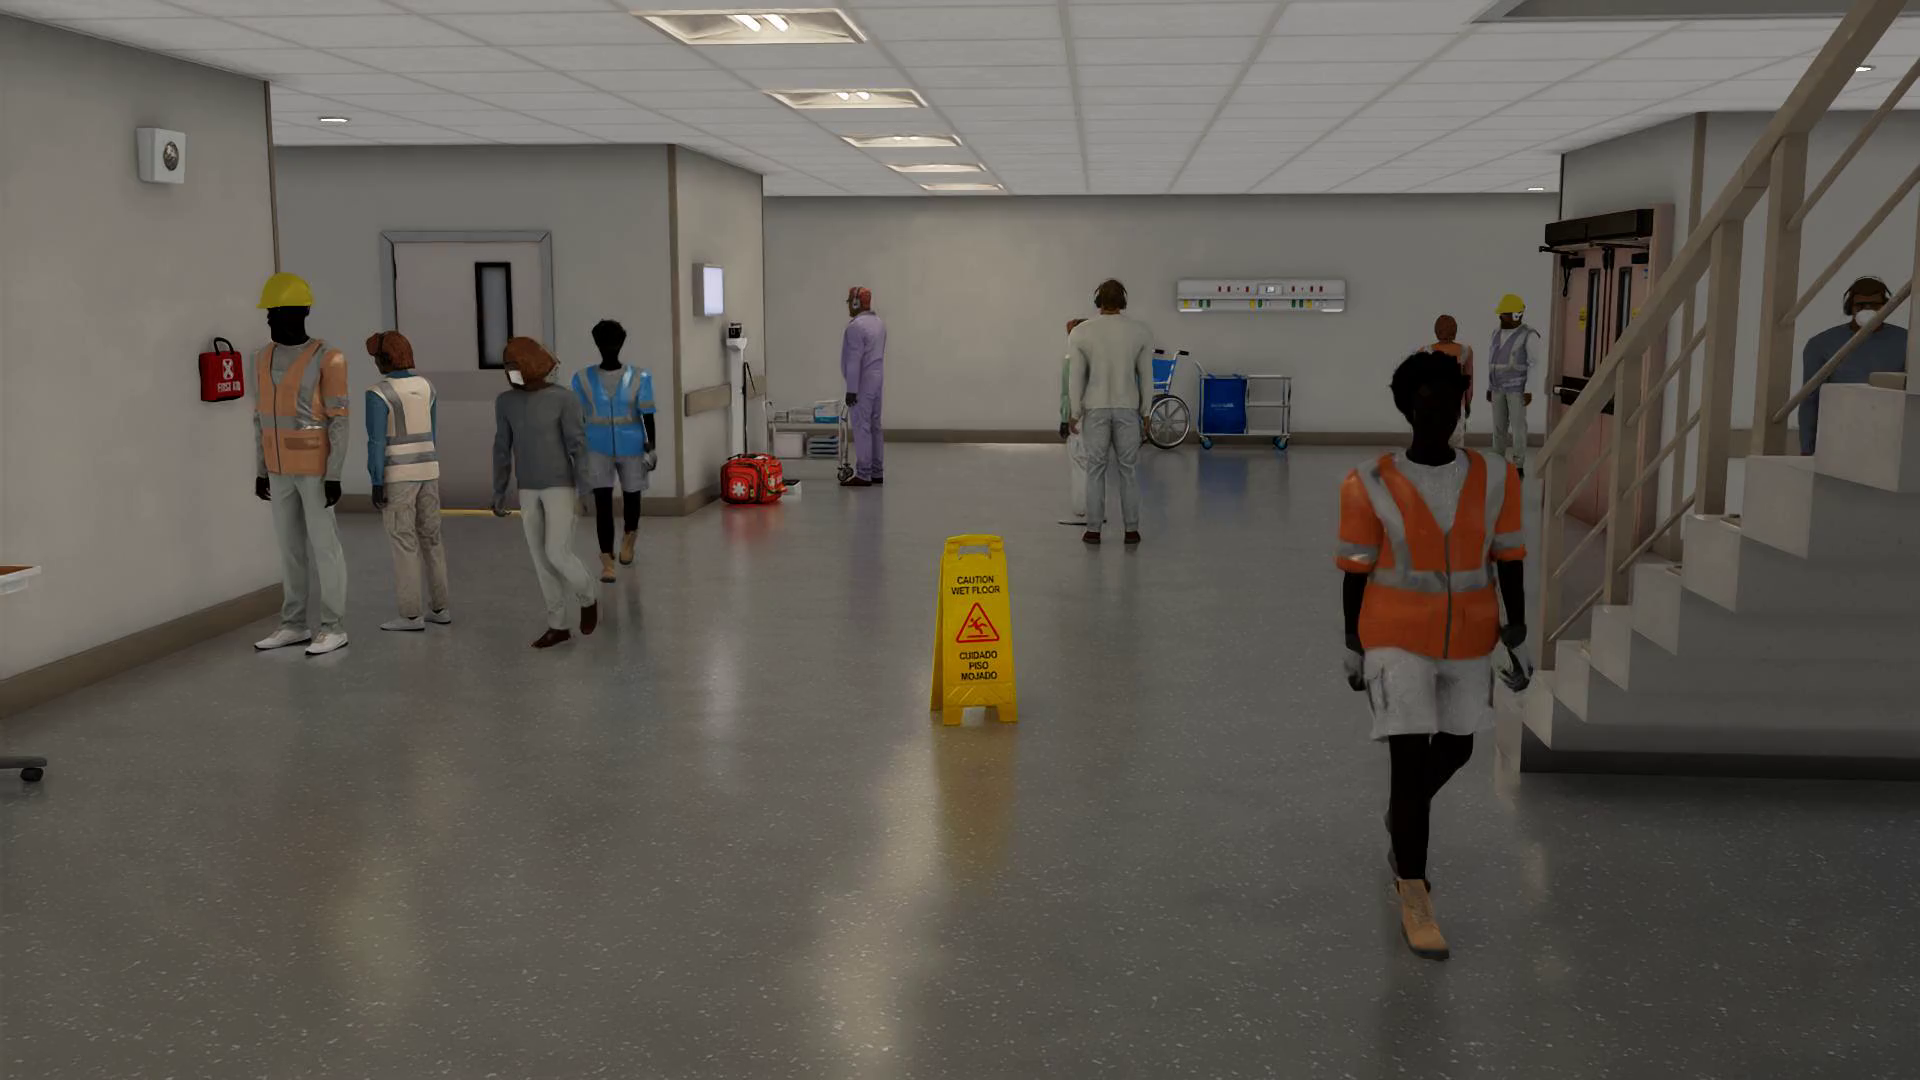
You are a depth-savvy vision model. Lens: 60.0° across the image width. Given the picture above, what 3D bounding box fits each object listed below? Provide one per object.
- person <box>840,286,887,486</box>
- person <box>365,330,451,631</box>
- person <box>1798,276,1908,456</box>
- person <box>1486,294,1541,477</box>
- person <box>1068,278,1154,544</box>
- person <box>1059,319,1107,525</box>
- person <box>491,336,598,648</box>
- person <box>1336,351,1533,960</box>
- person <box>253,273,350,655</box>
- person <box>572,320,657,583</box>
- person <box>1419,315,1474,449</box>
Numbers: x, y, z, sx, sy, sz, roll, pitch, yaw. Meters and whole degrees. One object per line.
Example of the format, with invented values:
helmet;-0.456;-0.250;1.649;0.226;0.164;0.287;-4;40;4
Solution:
person;-0.940;-1.462;15.890;0.399;1.903;0.650;3;9;20
person;-3.010;-0.317;9.027;0.324;1.630;0.502;3;9;22
person;5.155;-0.543;9.555;0.636;1.928;0.385;3;9;22
person;5.469;-1.526;16.569;0.404;1.826;0.587;-4;9;-26
person;1.097;-0.930;12.131;0.627;1.940;0.370;0;8;1
person;0.986;-0.935;13.208;0.314;1.632;0.517;7;11;40
person;-2.140;-0.244;8.578;0.520;1.612;0.405;4;9;23
person;1.346;0.278;4.847;0.534;1.669;0.798;-1;8;-4
person;-3.356;-0.382;8.446;0.586;1.928;0.364;4;9;24
person;-2.231;-0.597;10.785;0.537;1.669;0.782;-2;9;-11
person;4.367;-1.205;15.010;0.512;1.642;0.312;1;8;5
